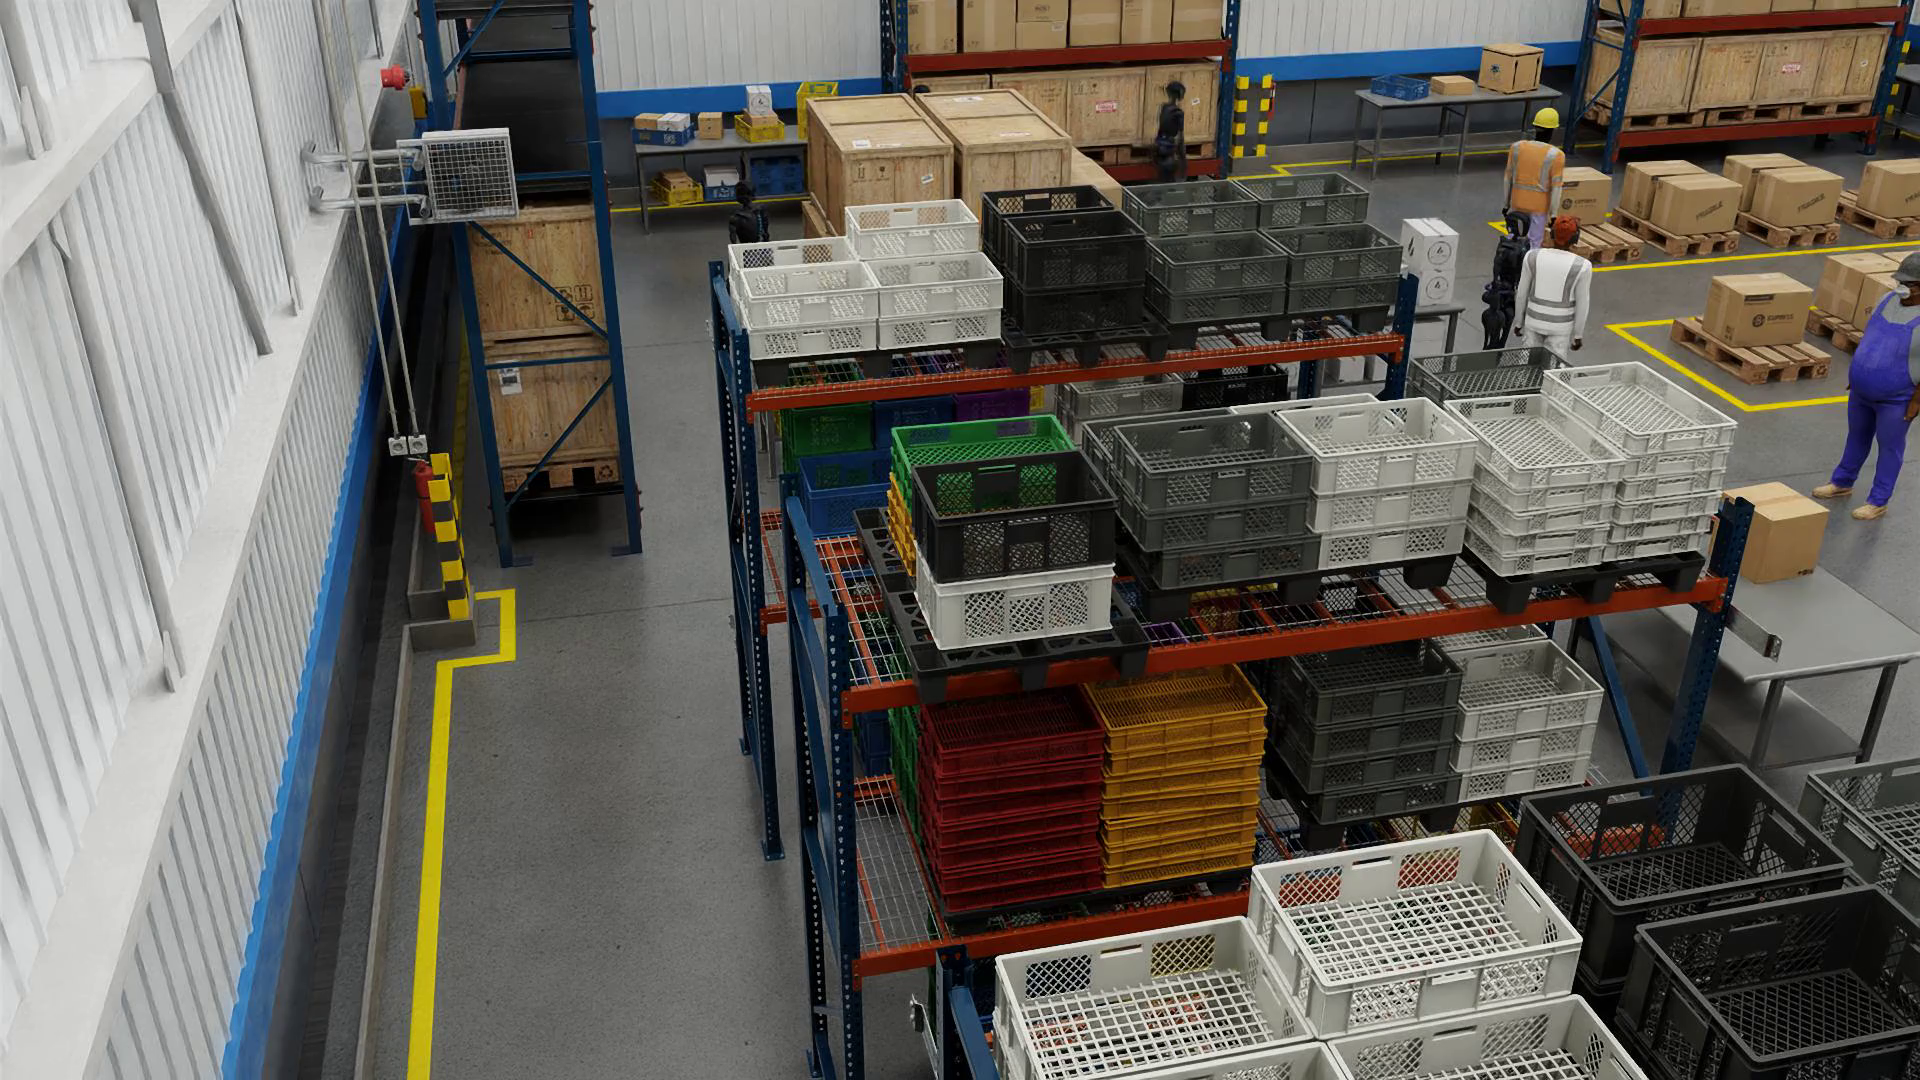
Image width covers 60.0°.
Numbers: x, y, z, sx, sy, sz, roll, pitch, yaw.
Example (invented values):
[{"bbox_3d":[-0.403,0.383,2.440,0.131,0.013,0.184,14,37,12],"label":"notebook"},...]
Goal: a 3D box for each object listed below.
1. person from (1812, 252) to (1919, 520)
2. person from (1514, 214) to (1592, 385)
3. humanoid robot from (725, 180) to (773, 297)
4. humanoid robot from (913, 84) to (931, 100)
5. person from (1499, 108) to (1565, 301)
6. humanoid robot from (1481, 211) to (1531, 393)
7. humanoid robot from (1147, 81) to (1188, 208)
[{"bbox_3d":[6.852,-1.150,12.329,0.538,2.000,0.682,-9,29,-16],"label":"person"},{"bbox_3d":[4.830,-1.748,13.632,0.582,1.882,0.351,19,33,32],"label":"person"},{"bbox_3d":[-1.909,-2.467,15.202,0.315,1.657,0.611,16,32,27],"label":"humanoid robot"},{"bbox_3d":[-0.424,-4.255,18.594,0.327,1.657,0.589,19,33,31],"label":"humanoid robot"},{"bbox_3d":[5.708,-3.347,16.619,0.594,1.925,0.368,24,36,37],"label":"person"},{"bbox_3d":[4.707,-2.024,14.357,0.329,1.660,0.587,24,36,38],"label":"humanoid robot"},{"bbox_3d":[2.323,-4.377,18.884,0.744,1.638,0.606,-7,28,-12],"label":"humanoid robot"}]
